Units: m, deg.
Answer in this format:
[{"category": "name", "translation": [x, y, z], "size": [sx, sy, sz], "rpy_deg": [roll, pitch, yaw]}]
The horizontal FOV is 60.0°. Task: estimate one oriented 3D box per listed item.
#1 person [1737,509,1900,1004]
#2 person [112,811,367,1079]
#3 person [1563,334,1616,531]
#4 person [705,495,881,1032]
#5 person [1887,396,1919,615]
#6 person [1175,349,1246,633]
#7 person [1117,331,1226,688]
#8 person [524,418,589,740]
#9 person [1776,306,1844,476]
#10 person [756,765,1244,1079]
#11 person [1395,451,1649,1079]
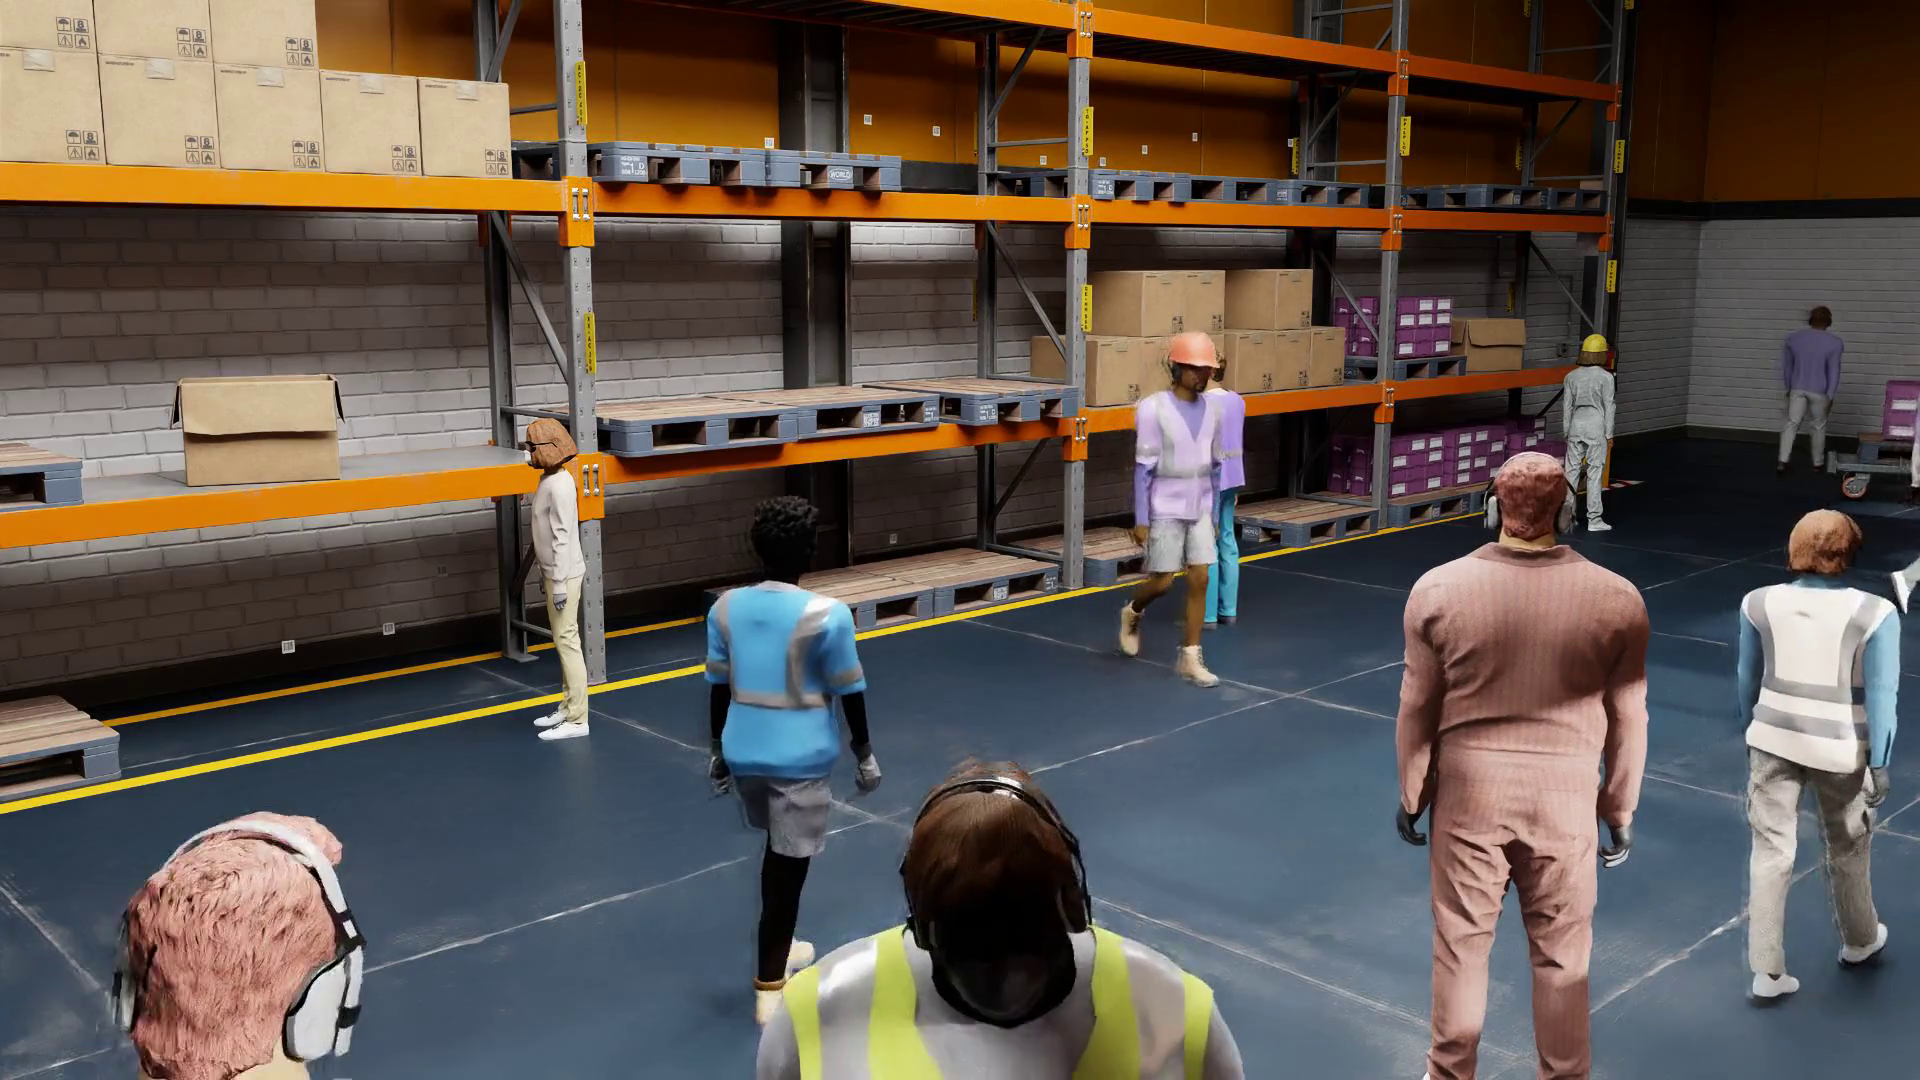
[{"category": "person", "translation": [2.864, 0.692, 5.537], "size": [0.821, 1.598, 0.529], "rpy_deg": [-9, 13, -44]}, {"category": "person", "translation": [-0.697, 1.214, 1.693], "size": [0.666, 1.883, 0.562], "rpy_deg": [-2, 10, -11]}, {"category": "person", "translation": [5.599, -0.955, 14.798], "size": [0.296, 1.744, 0.484], "rpy_deg": [-8, 13, -39]}, {"category": "person", "translation": [-0.513, 0.689, 5.355], "size": [0.546, 1.675, 0.652], "rpy_deg": [6, 12, 33]}, {"category": "person", "translation": [6.570, -0.408, 11.146], "size": [0.706, 1.908, 0.591], "rpy_deg": [-2, 10, -13]}, {"category": "person", "translation": [1.638, -0.319, 10.777], "size": [0.389, 1.845, 0.564], "rpy_deg": [9, 13, 44]}, {"category": "person", "translation": [1.222, -0.194, 9.529], "size": [0.618, 2.018, 0.747], "rpy_deg": [-5, 11, -27]}, {"category": "person", "translation": [-2.040, 0.194, 8.423], "size": [0.277, 1.629, 0.497], "rpy_deg": [-3, 10, -19]}, {"category": "person", "translation": [9.423, -1.648, 18.464], "size": [0.646, 1.898, 1.034], "rpy_deg": [9, 13, 44]}, {"category": "person", "translation": [0.086, 1.165, 2.163], "size": [0.741, 1.816, 0.504], "rpy_deg": [-1, 10, -5]}, {"category": "person", "translation": [1.539, 0.705, 4.612], "size": [0.652, 1.904, 0.403], "rpy_deg": [3, 10, 15]}]
